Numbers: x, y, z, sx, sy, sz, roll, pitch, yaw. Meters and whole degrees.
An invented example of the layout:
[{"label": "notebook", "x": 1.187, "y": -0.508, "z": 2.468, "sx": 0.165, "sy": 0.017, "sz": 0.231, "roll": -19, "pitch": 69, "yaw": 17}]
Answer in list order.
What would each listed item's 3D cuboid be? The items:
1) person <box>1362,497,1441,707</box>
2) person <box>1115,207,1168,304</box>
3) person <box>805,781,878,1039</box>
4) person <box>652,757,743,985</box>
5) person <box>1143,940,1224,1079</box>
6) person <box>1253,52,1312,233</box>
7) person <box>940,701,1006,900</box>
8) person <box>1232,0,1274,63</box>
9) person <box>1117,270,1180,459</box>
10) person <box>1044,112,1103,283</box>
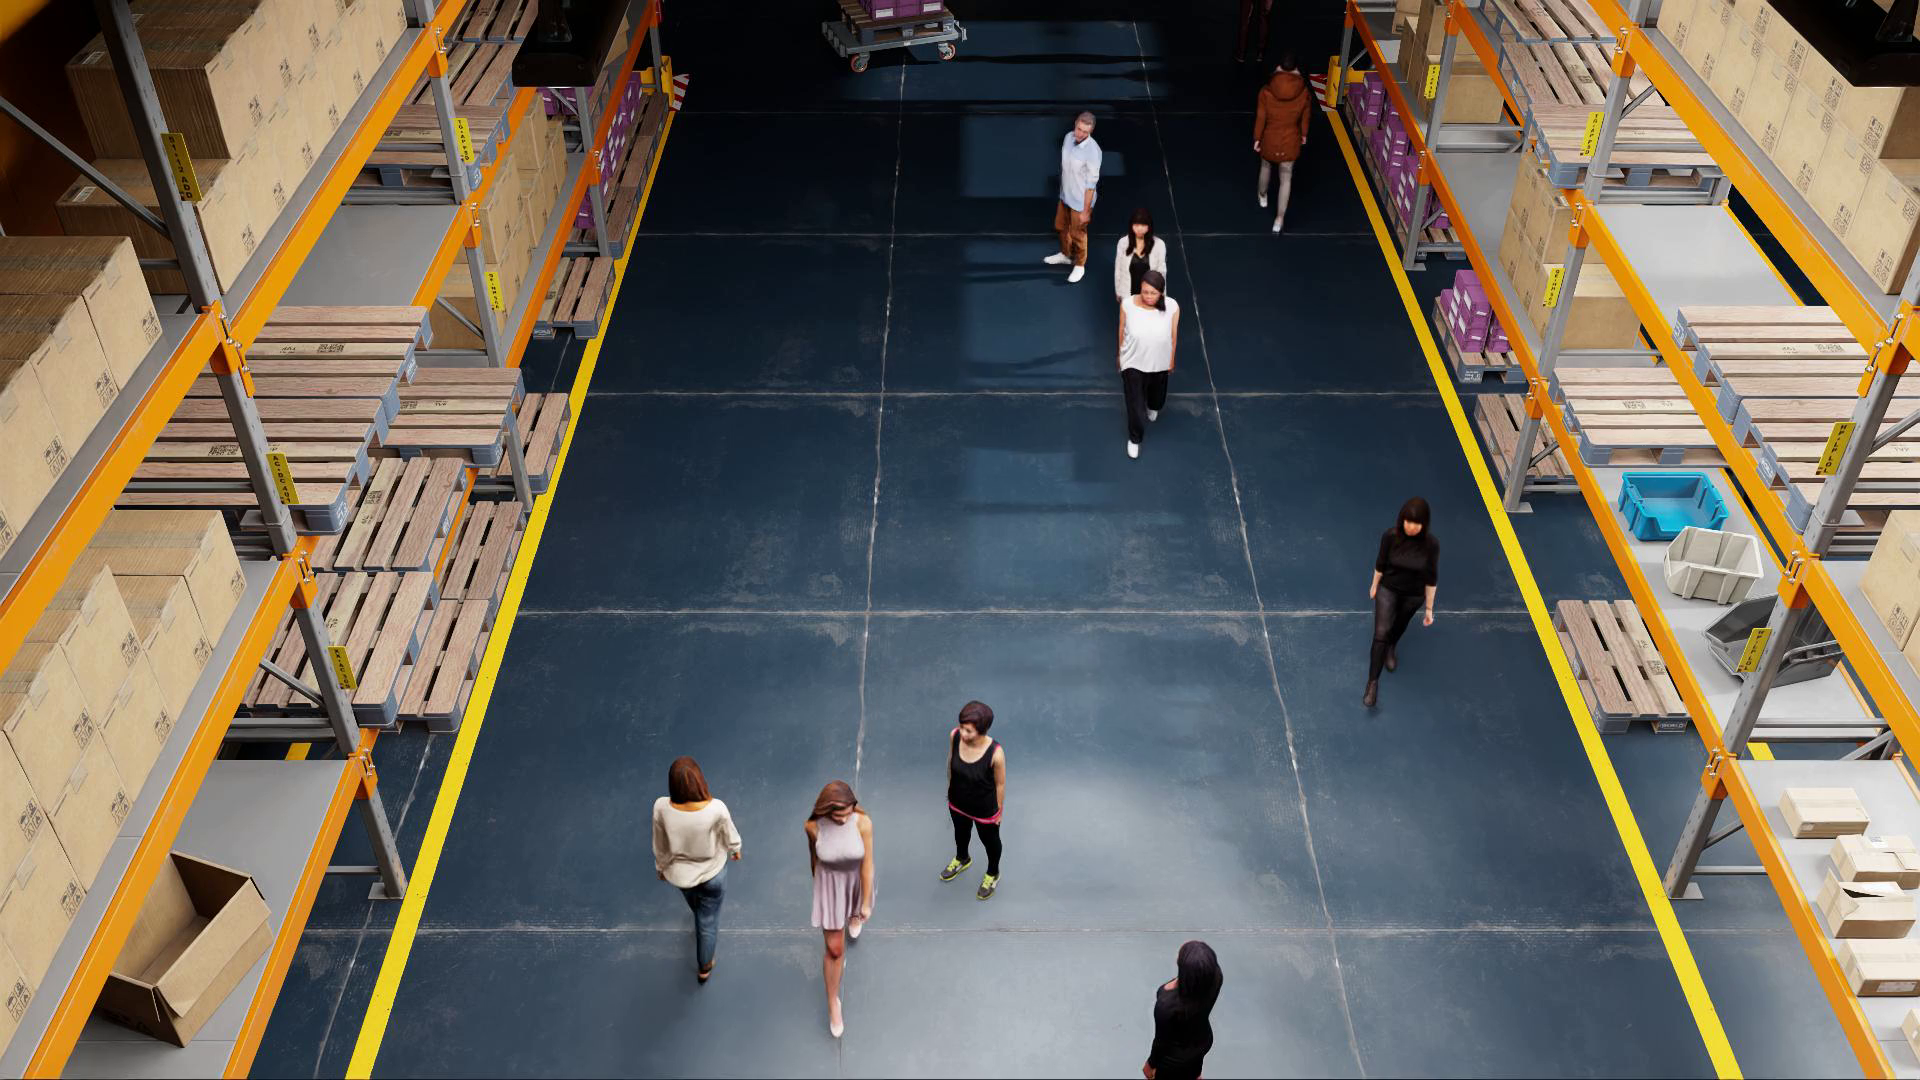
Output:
[{"label": "person", "x": 3.109, "y": 0.315, "z": 11.670, "sx": 0.774, "sy": 1.612, "sz": 1.081, "roll": 9, "pitch": 39, "yaw": 11}, {"label": "person", "x": 1.626, "y": -2.257, "z": 14.893, "sx": 0.675, "sy": 1.609, "sz": 1.058, "roll": 3, "pitch": 39, "yaw": 4}, {"label": "person", "x": -0.647, "y": 1.930, "z": 9.572, "sx": 0.592, "sy": 1.706, "sz": 1.132, "roll": -1, "pitch": 39, "yaw": -2}, {"label": "person", "x": -1.534, "y": 1.956, "z": 9.576, "sx": 0.680, "sy": 1.661, "sz": 0.866, "roll": 3, "pitch": 39, "yaw": 4}, {"label": "person", "x": 1.151, "y": 2.644, "z": 8.666, "sx": 0.674, "sy": 1.721, "sz": 0.728, "roll": -31, "pitch": 48, "yaw": -33}, {"label": "person", "x": 3.267, "y": -4.010, "z": 16.942, "sx": 0.811, "sy": 1.791, "sz": 1.183, "roll": 5, "pitch": 39, "yaw": 6}, {"label": "person", "x": 0.100, "y": 1.561, "z": 10.157, "sx": 0.627, "sy": 1.552, "sz": 0.657, "roll": 23, "pitch": 44, "yaw": 26}, {"label": "person", "x": 3.656, "y": -6.790, "z": 20.363, "sx": 0.680, "sy": 1.866, "sz": 0.598, "roll": -2, "pitch": 39, "yaw": -2}, {"label": "person", "x": 1.576, "y": -1.529, "z": 13.931, "sx": 0.695, "sy": 1.671, "sz": 0.890, "roll": 4, "pitch": 39, "yaw": 5}, {"label": "person", "x": 1.131, "y": -3.344, "z": 16.104, "sx": 0.939, "sy": 1.796, "sz": 0.792, "roll": -14, "pitch": 41, "yaw": -17}]
